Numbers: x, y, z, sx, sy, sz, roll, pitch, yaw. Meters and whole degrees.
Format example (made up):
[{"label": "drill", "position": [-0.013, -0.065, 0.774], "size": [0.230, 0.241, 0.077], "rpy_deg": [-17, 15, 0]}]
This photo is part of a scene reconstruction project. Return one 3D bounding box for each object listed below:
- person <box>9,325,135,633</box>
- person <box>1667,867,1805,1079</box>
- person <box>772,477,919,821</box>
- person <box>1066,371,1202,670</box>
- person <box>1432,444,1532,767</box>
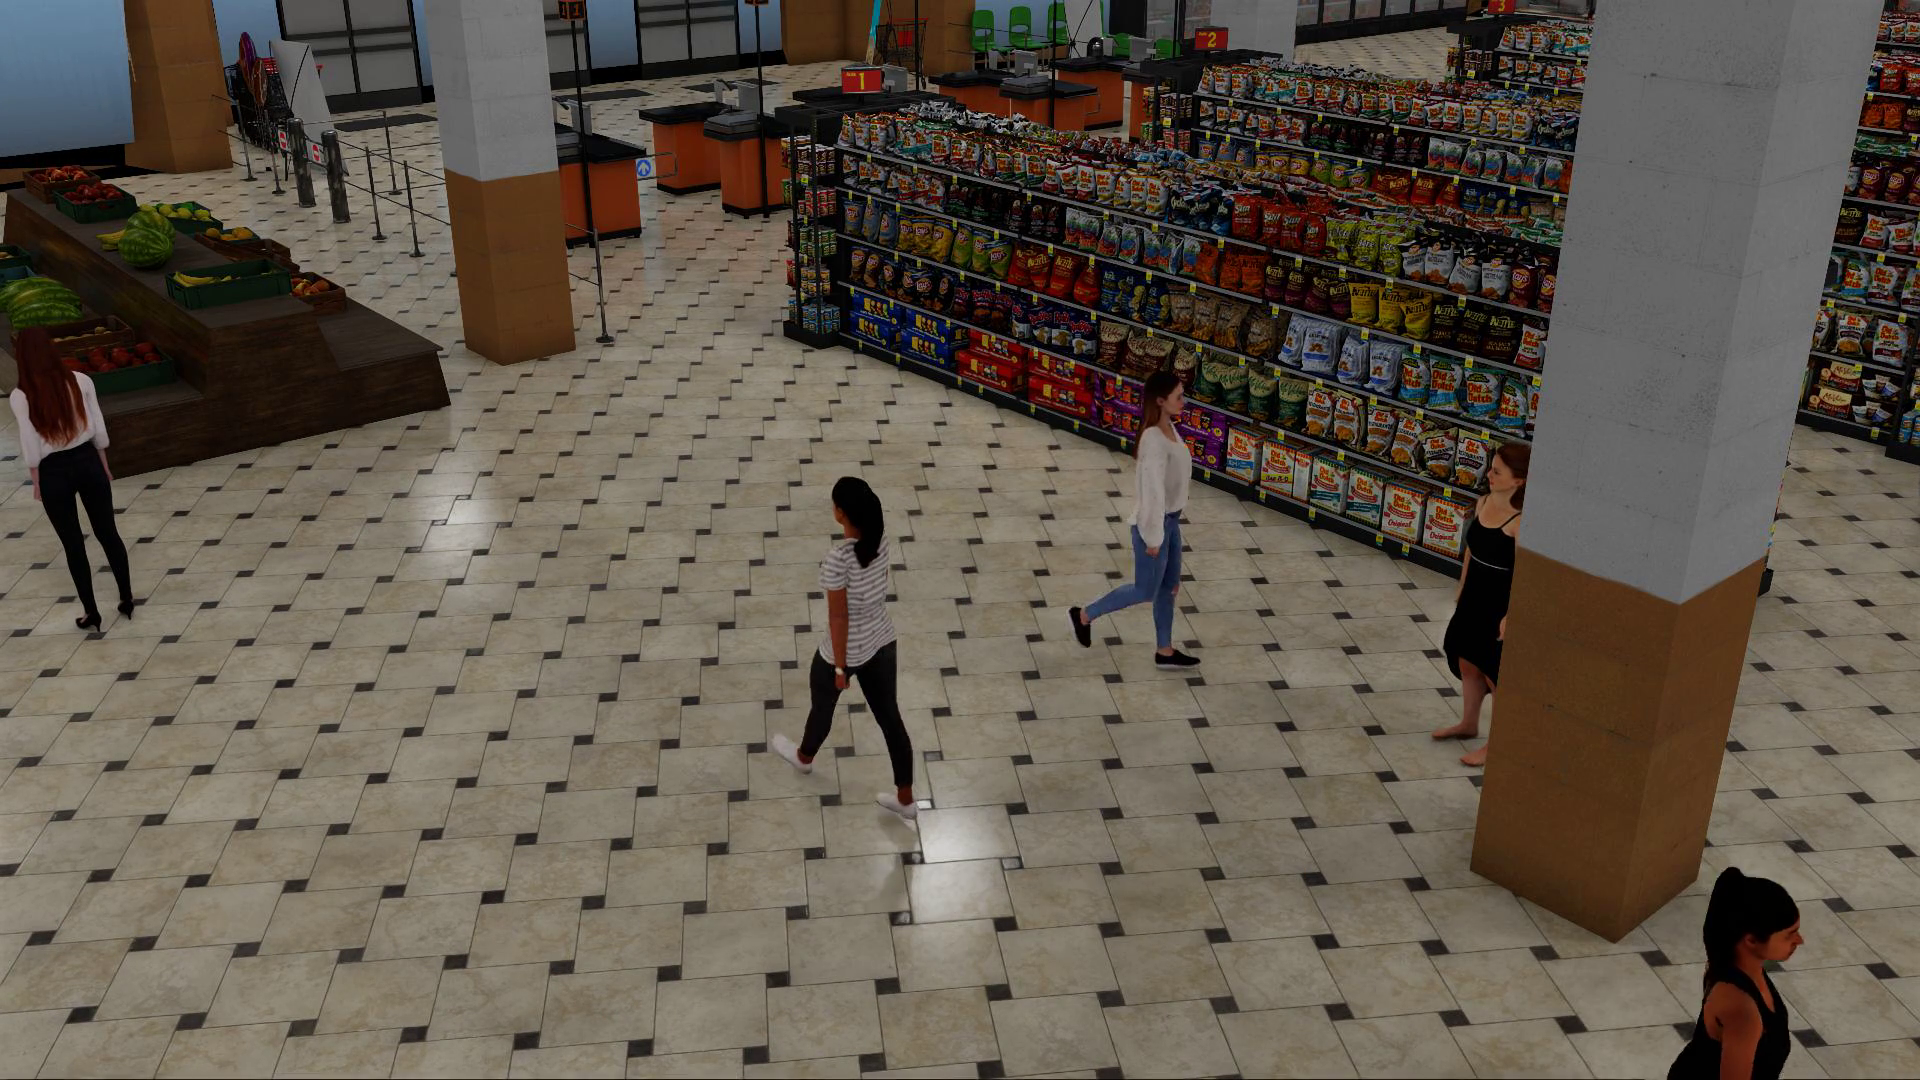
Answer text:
[{"label": "person", "position": [-4.931, -0.334, 9.236], "size": [0.532, 1.760, 0.621], "rpy_deg": [19, 30, 37]}, {"label": "person", "position": [2.120, 1.652, 4.830], "size": [0.900, 1.654, 0.809], "rpy_deg": [8, 25, 17]}, {"label": "person", "position": [-0.389, 0.531, 7.464], "size": [1.112, 1.595, 0.696], "rpy_deg": [20, 30, 37]}, {"label": "person", "position": [0.954, -0.074, 8.750], "size": [1.075, 1.673, 0.960], "rpy_deg": [6, 24, 13]}, {"label": "person", "position": [2.558, 0.304, 7.945], "size": [0.721, 1.625, 0.620], "rpy_deg": [-7, 25, -16]}]
